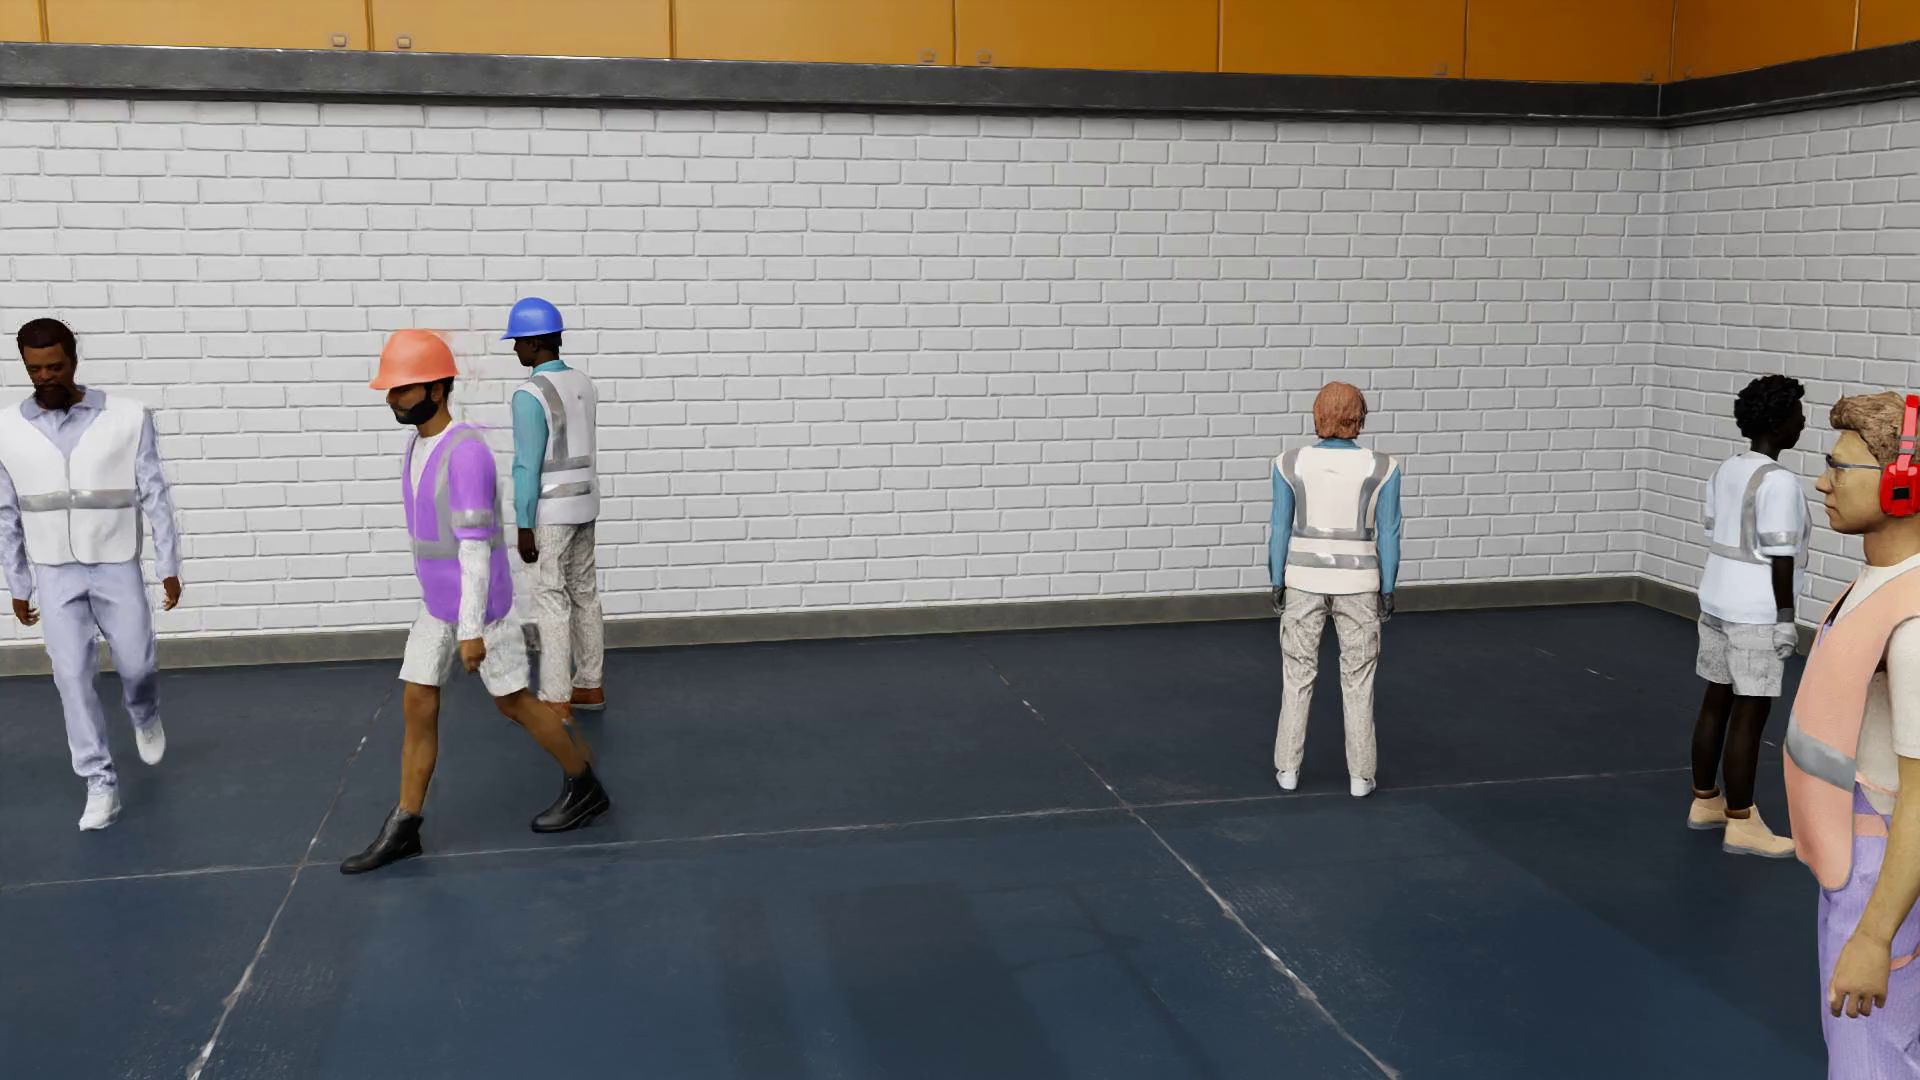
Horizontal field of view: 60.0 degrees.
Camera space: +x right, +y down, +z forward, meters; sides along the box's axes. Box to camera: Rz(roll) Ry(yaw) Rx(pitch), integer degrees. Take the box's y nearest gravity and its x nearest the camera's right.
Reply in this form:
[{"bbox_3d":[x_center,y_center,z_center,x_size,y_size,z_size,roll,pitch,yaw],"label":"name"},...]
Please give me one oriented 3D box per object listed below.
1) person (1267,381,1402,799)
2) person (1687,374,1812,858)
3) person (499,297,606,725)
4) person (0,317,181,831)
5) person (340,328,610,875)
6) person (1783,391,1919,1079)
[{"bbox_3d":[1.460,0.197,6.532,0.513,1.630,0.318,3,10,19],"label":"person"},{"bbox_3d":[2.821,0.261,5.928,0.321,1.697,0.530,0,9,1],"label":"person"},{"bbox_3d":[-1.855,-0.127,7.572,0.416,1.939,0.604,3,10,16],"label":"person"},{"bbox_3d":[-3.317,0.098,6.350,0.643,1.889,0.754,-3,10,-20],"label":"person"},{"bbox_3d":[-1.695,0.199,5.859,0.979,1.890,0.567,-9,13,-43],"label":"person"},{"bbox_3d":[1.723,0.650,3.111,0.389,1.844,0.563,4,10,24],"label":"person"}]
